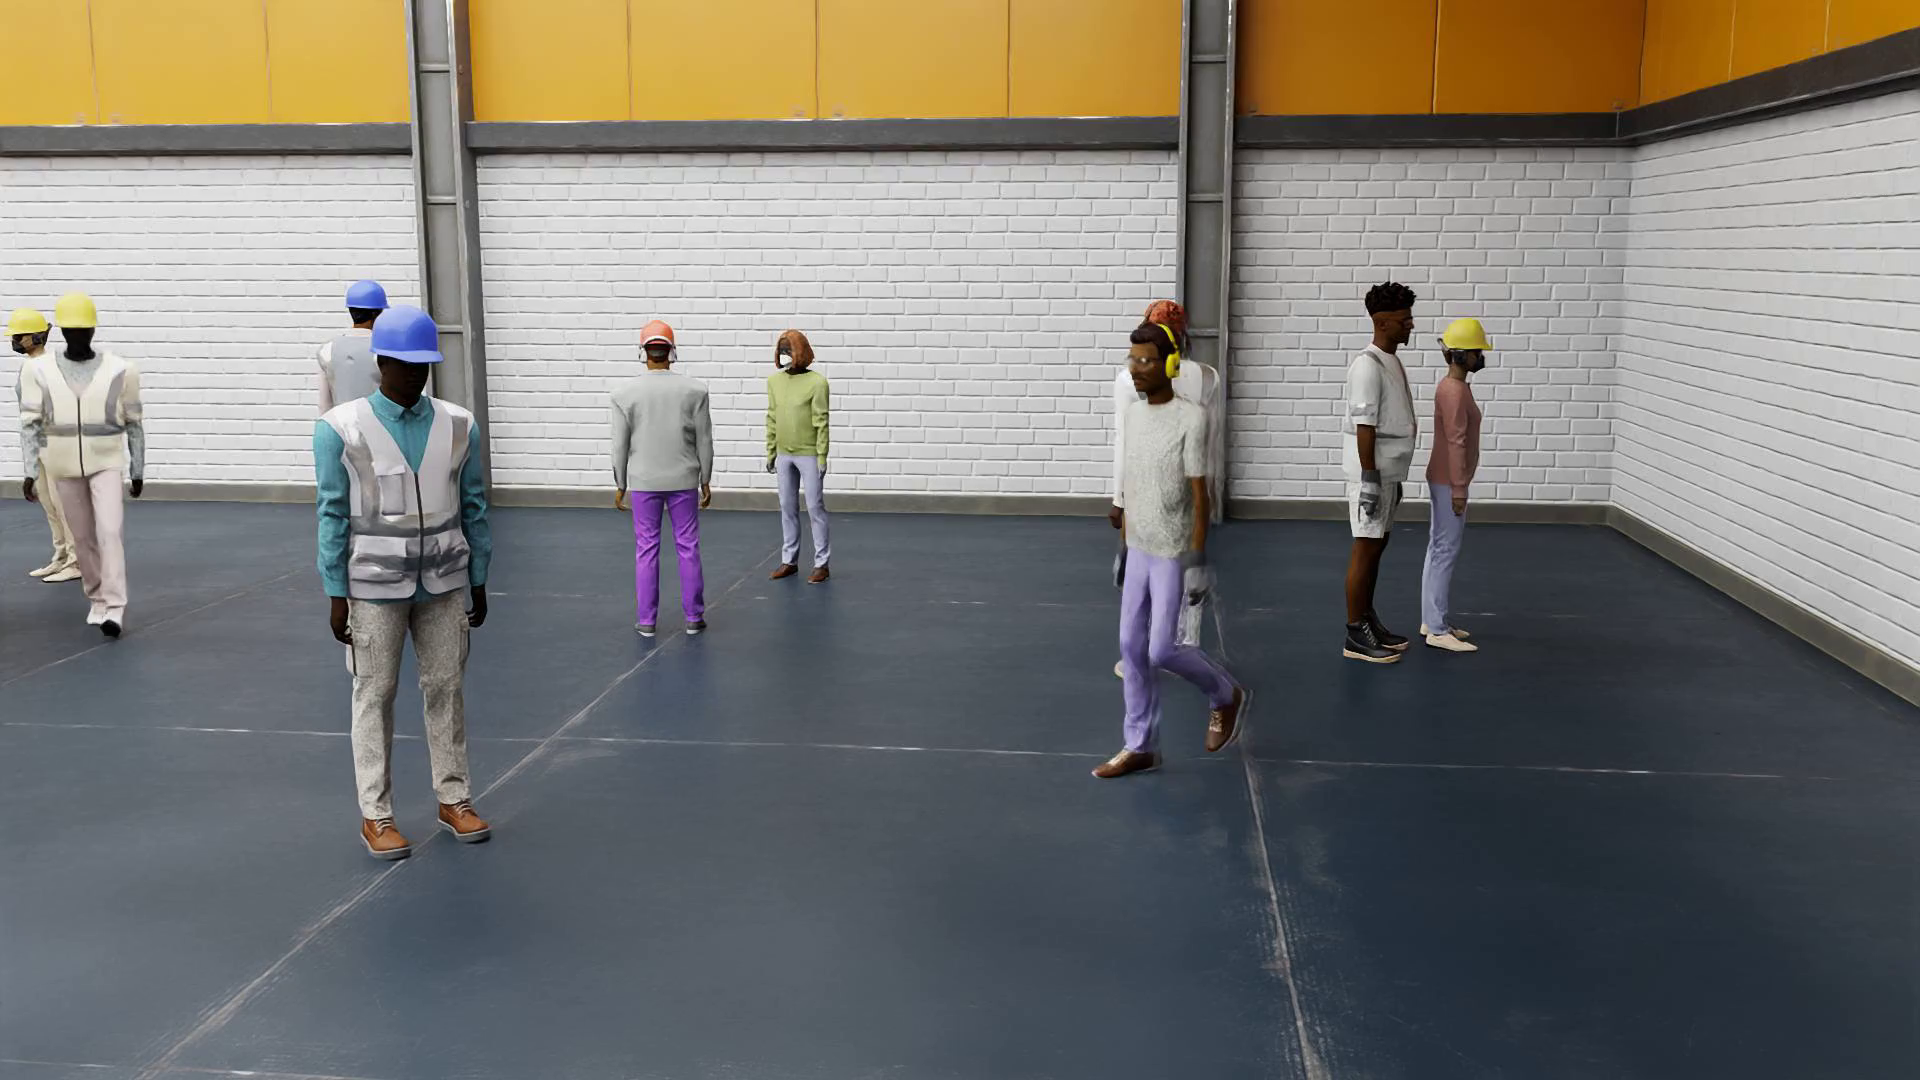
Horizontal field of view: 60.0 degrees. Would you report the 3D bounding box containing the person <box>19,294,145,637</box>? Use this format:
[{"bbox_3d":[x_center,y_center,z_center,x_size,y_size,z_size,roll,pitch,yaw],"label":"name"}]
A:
[{"bbox_3d":[-4.828,-0.400,9.172,0.597,1.878,0.982,-3,10,-18],"label":"person"}]

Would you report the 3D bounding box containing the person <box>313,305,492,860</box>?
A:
[{"bbox_3d":[-1.940,0.148,5.863,0.605,1.939,0.417,-8,13,-38],"label":"person"}]

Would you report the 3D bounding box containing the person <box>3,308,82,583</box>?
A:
[{"bbox_3d":[-5.891,-0.604,10.689,0.517,1.757,0.337,8,13,40],"label":"person"}]

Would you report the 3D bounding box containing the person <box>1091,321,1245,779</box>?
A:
[{"bbox_3d":[0.850,0.044,6.722,0.623,1.848,0.531,-6,12,-32],"label":"person"}]

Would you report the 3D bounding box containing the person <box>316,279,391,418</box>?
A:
[{"bbox_3d":[-3.550,-0.589,10.045,0.616,1.946,0.392,2,10,10],"label":"person"}]

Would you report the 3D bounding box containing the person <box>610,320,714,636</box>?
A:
[{"bbox_3d":[-1.639,-0.338,9.193,0.561,1.743,0.335,-2,10,-13],"label":"person"}]

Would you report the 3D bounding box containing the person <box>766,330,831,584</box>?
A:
[{"bbox_3d":[-1.039,-0.533,10.665,0.497,1.626,0.286,6,12,32],"label":"person"}]

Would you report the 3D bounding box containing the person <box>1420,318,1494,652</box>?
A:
[{"bbox_3d":[2.652,-0.297,8.898,0.313,1.768,0.528,2,10,11],"label":"person"}]

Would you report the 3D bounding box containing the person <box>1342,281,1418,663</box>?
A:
[{"bbox_3d":[2.189,-0.358,8.677,0.366,1.965,0.607,5,11,24],"label":"person"}]

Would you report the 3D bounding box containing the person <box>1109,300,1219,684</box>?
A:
[{"bbox_3d":[0.996,-0.231,8.190,0.574,1.882,0.356,-4,11,-24],"label":"person"}]
